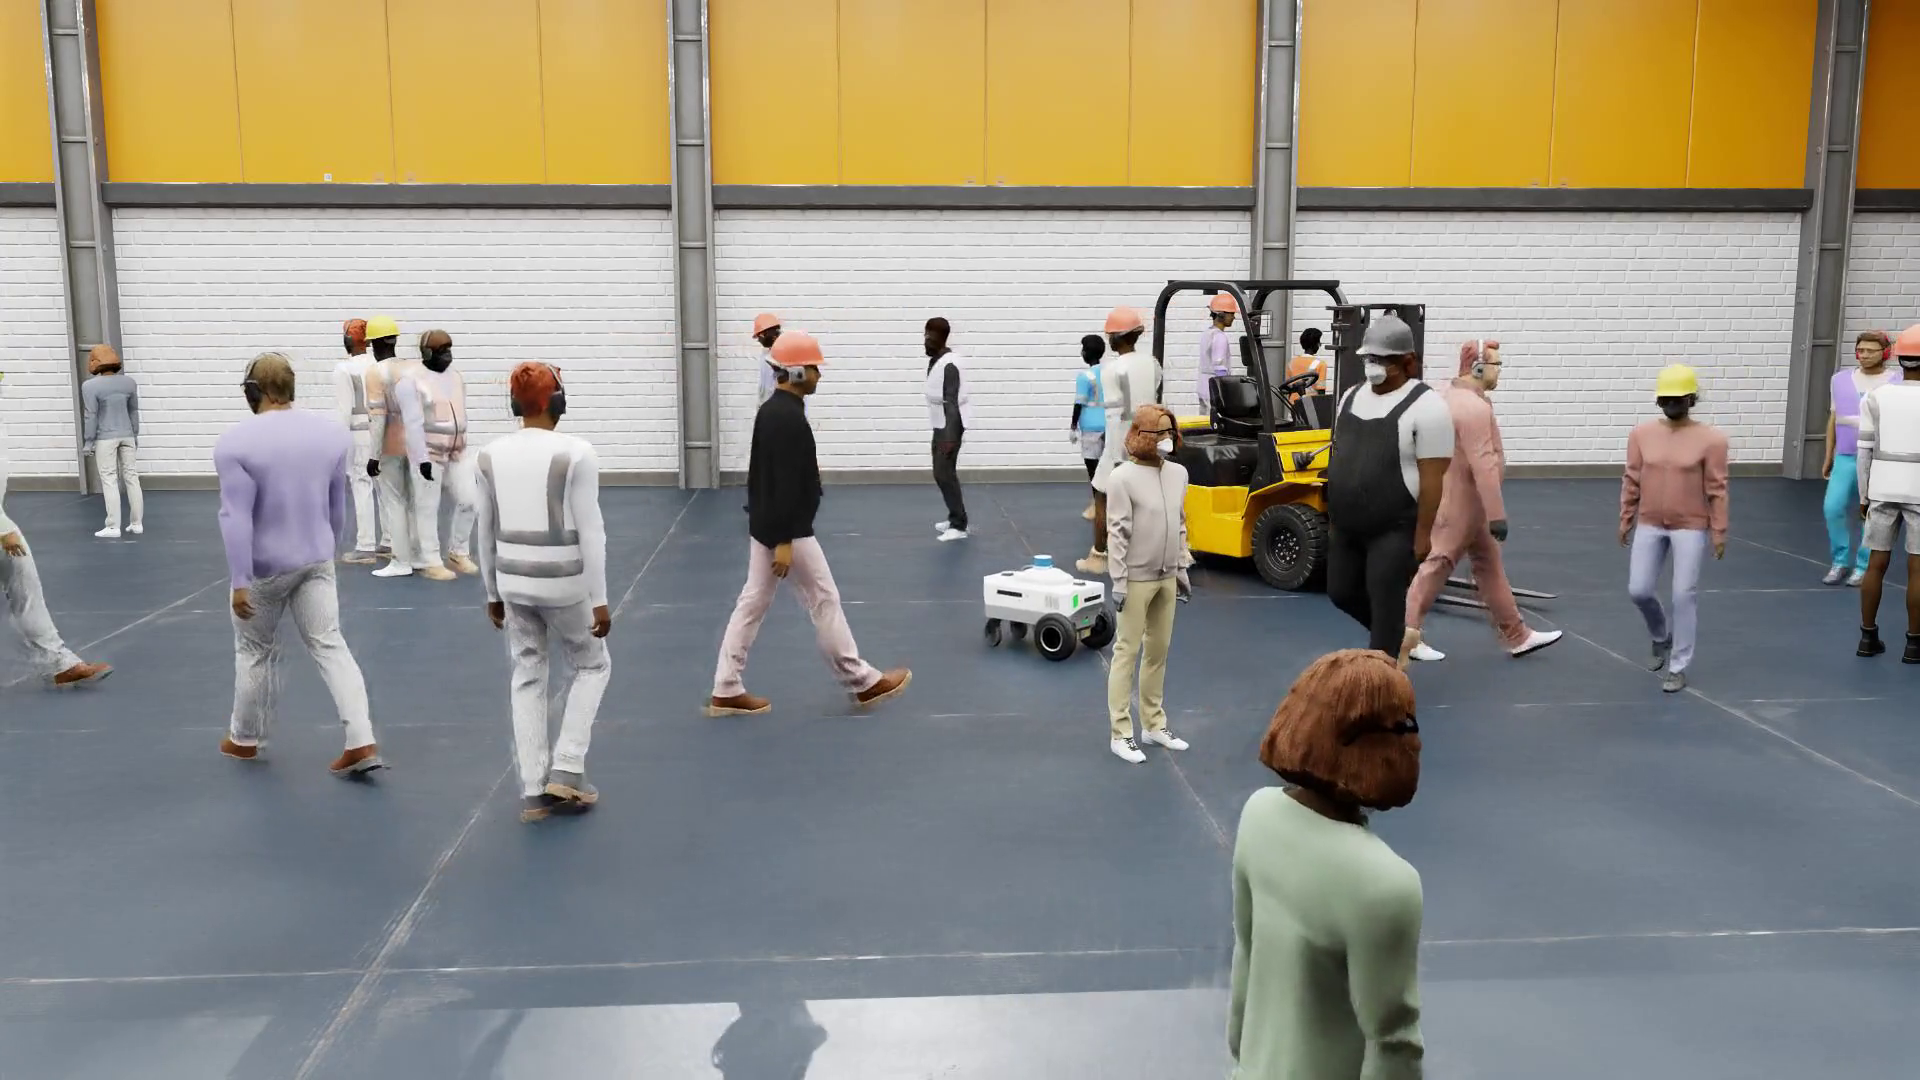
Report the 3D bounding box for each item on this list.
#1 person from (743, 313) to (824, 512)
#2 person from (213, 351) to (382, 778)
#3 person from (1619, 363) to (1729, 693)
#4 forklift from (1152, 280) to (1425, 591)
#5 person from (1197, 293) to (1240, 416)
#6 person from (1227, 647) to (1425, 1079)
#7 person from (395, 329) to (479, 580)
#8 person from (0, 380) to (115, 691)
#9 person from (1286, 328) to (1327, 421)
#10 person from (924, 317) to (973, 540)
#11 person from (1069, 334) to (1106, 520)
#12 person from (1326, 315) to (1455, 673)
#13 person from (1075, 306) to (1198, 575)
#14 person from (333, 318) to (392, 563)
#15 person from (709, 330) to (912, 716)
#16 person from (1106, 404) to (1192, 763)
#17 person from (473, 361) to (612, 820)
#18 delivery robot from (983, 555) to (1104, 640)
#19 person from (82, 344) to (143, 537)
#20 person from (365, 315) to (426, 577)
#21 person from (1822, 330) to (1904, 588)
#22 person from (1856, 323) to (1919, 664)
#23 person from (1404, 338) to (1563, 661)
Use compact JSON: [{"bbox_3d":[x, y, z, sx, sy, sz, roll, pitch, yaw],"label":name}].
[{"bbox_3d":[-1.663,-1.213,15.802,0.927,1.879,0.555,-5,11,-31],"label":"person"},{"bbox_3d":[-2.944,0.113,7.353,1.024,1.892,0.641,7,11,36],"label":"person"},{"bbox_3d":[3.813,-0.069,8.890,0.564,1.748,0.499,8,12,40],"label":"person"},{"bbox_3d":[2.301,-0.860,12.475,1.214,2.155,2.313,-6,11,-35],"label":"forklift"},{"bbox_3d":[2.613,-1.473,16.854,0.413,2.035,0.607,-1,9,-4],"label":"person"},{"bbox_3d":[0.553,0.974,2.799,0.698,1.613,0.507,-3,9,-17],"label":"person"},{"bbox_3d":[-3.758,-0.606,12.046,0.495,1.826,0.626,6,11,33],"label":"person"},{"bbox_3d":[-5.106,-0.076,8.626,1.100,1.878,0.623,-2,9,-12],"label":"person"},{"bbox_3d":[3.494,-1.291,16.766,0.317,1.693,0.535,-5,11,-31],"label":"person"},{"bbox_3d":[-0.104,-0.925,13.914,0.472,1.880,0.668,-2,9,-14],"label":"person"},{"bbox_3d":[1.175,-1.015,15.028,0.457,1.679,0.555,7,12,39],"label":"person"},{"bbox_3d":[2.174,-0.145,8.471,0.682,2.000,0.702,-6,11,-33],"label":"person"},{"bbox_3d":[1.276,-0.688,12.022,0.603,2.009,1.026,-7,11,-38],"label":"person"},{"bbox_3d":[-4.589,-0.761,12.829,0.354,1.883,0.572,4,10,26],"label":"person"},{"bbox_3d":[-0.792,-0.074,8.341,1.048,1.932,0.644,-3,10,-20],"label":"person"},{"bbox_3d":[0.874,0.190,7.642,0.500,1.633,0.280,-8,12,-41],"label":"person"},{"bbox_3d":[-1.679,0.206,6.798,0.622,1.866,0.454,3,10,18],"label":"person"},{"bbox_3d":[0.487,0.334,9.819,0.707,0.478,0.477,7,11,37],"label":"delivery robot"},{"bbox_3d":[-7.189,-0.840,14.105,0.284,1.633,0.498,5,10,27],"label":"person"},{"bbox_3d":[-4.174,-0.686,12.231,0.381,1.923,0.592,2,9,15],"label":"person"},{"bbox_3d":[6.355,-0.559,11.717,0.556,1.825,0.590,-8,12,-40],"label":"person"},{"bbox_3d":[5.419,-0.263,9.518,0.350,1.942,0.545,-8,12,-40],"label":"person"},{"bbox_3d":[2.949,-0.212,9.464,0.994,1.852,0.670,2,9,9],"label":"person"}]
